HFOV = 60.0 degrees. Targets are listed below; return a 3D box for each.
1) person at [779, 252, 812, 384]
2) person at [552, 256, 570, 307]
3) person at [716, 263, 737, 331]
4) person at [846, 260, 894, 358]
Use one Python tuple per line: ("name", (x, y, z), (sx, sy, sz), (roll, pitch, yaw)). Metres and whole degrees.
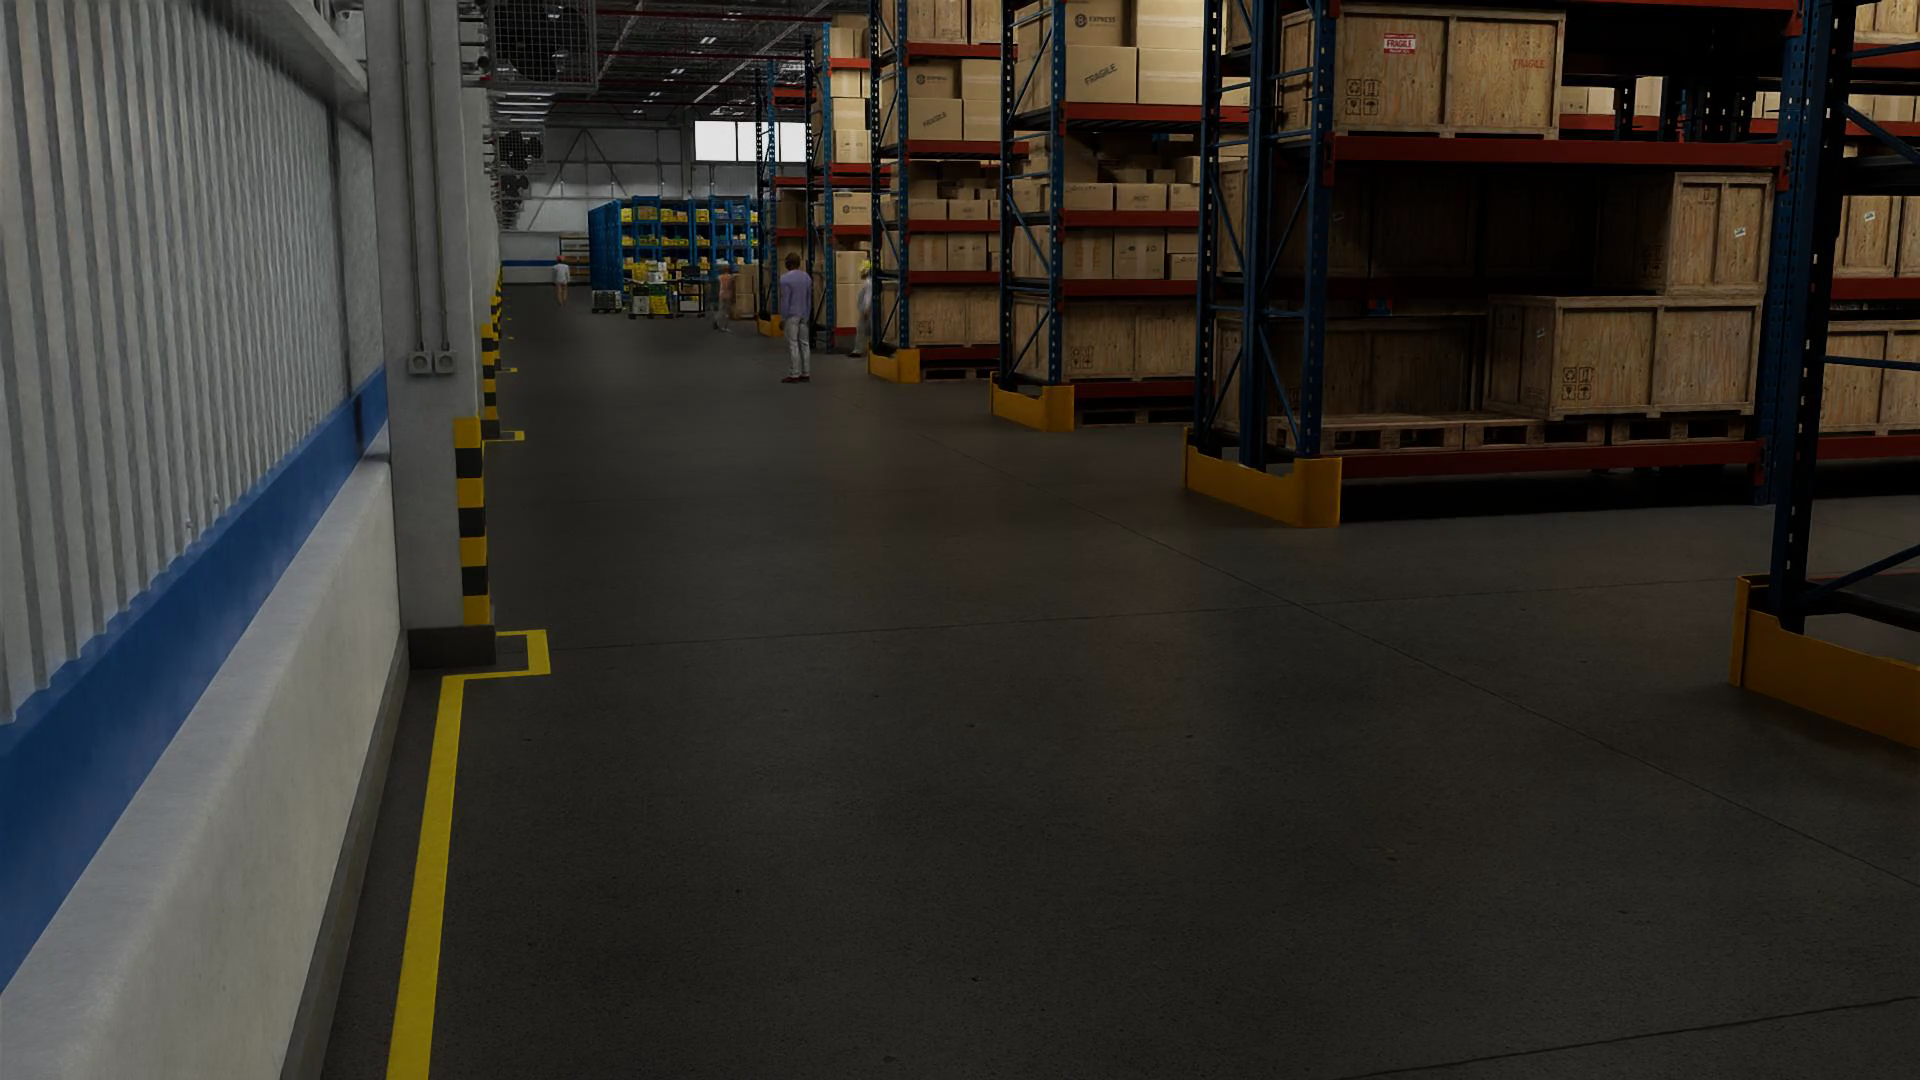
("person", (-2.445, -3.287, 24.654), (0.352, 1.936, 0.635), (7, 12, 35))
("person", (-13.463, -8.730, 56.133), (0.569, 1.710, 0.868), (-3, 10, -15))
("person", (-5.558, -5.776, 39.653), (0.511, 1.618, 0.364), (6, 12, 31))
("person", (-1.592, -4.184, 30.212), (0.897, 1.796, 0.609), (0, 10, -2))
